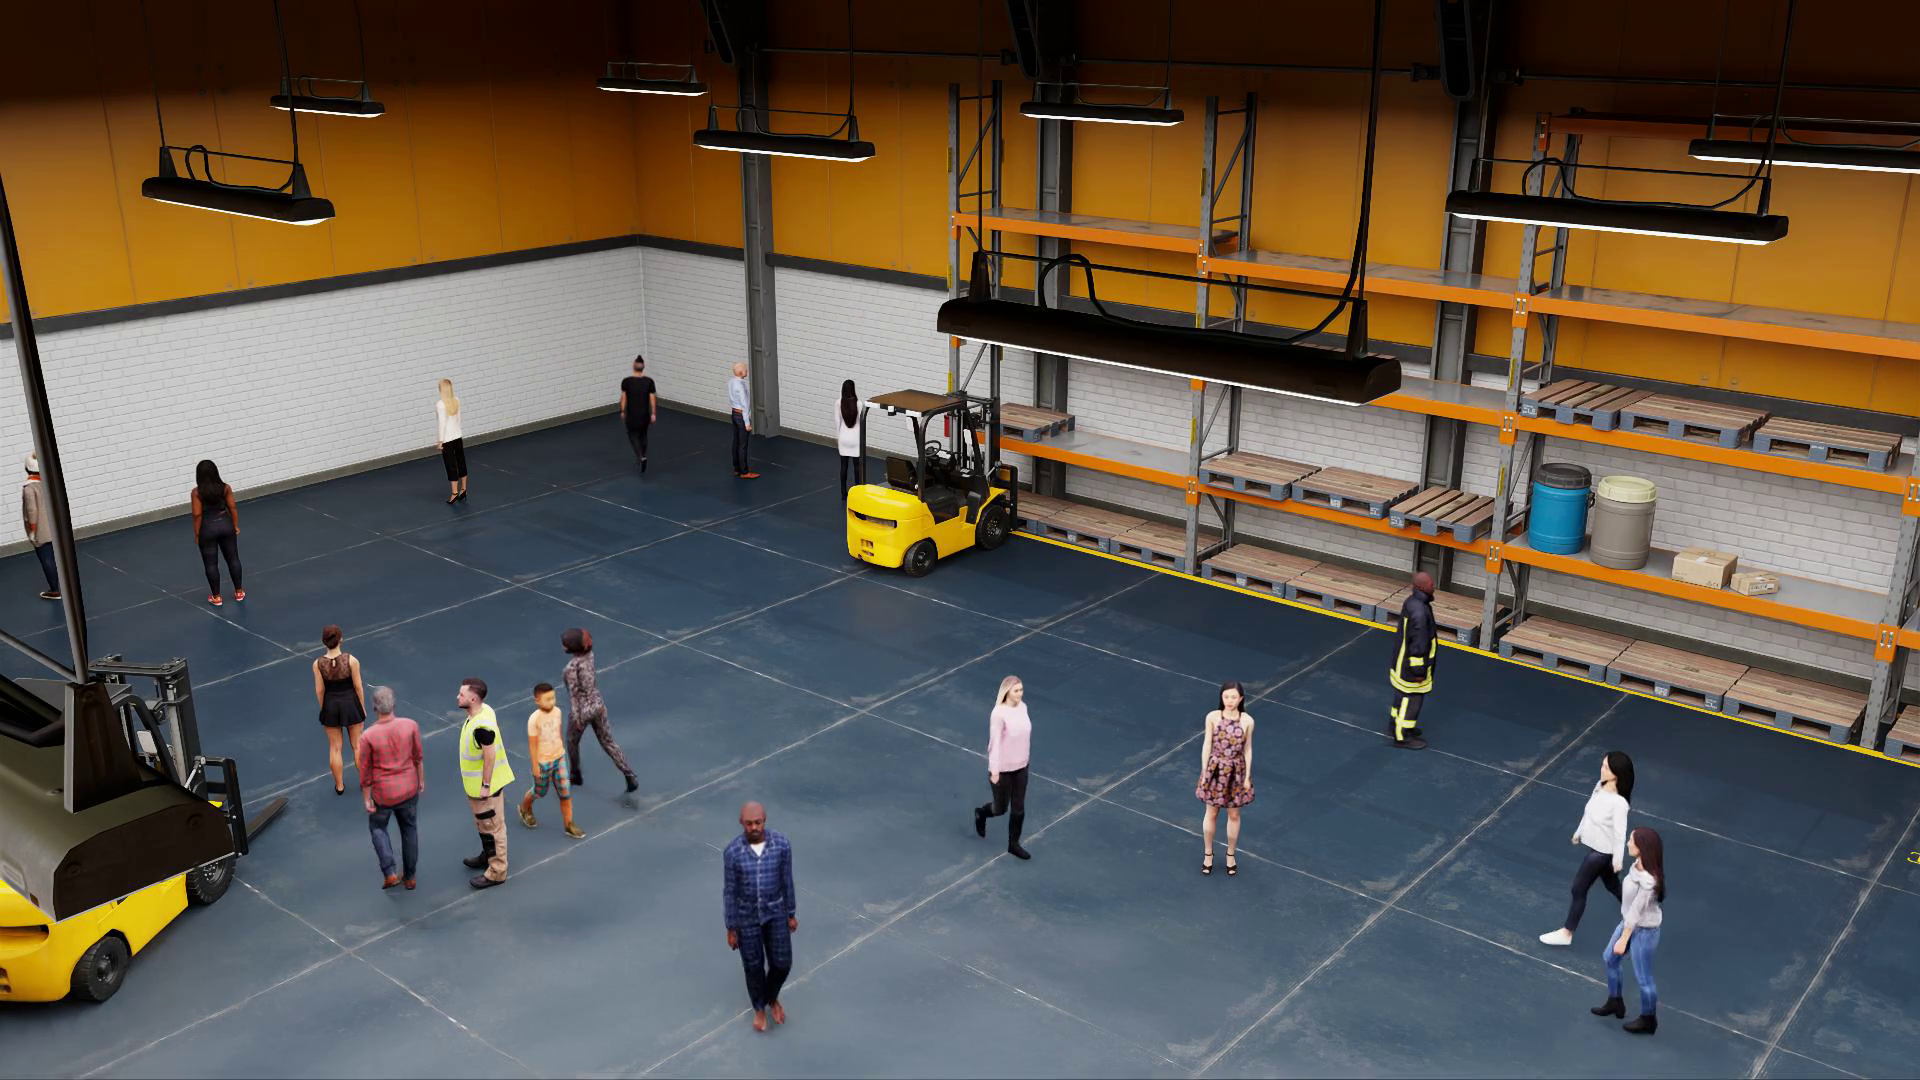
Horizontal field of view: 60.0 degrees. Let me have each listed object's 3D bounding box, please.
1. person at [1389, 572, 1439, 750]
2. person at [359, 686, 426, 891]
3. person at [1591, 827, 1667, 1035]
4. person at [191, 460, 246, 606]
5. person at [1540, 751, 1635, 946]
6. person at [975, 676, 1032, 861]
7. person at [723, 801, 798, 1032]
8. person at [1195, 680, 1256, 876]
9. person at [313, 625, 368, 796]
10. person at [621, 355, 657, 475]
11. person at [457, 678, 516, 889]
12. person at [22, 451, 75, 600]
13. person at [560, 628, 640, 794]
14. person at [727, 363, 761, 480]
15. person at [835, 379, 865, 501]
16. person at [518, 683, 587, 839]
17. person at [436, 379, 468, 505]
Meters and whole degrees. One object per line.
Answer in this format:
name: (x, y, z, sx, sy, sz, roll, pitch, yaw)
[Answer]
person: (4.496, 1.172, 16.522, 0.848, 1.822, 0.843, 4, 19, 11)
person: (-4.660, 2.097, 13.778, 0.802, 1.820, 0.801, -11, 21, -29)
person: (4.971, 2.828, 11.930, 0.808, 1.614, 0.760, 4, 19, 11)
person: (-9.101, -0.111, 20.341, 0.737, 1.816, 0.689, -13, 23, -35)
person: (5.125, 2.432, 13.027, 1.191, 1.663, 1.056, 1, 19, 2)
person: (0.365, 1.946, 14.453, 0.690, 1.674, 0.917, -15, 24, -38)
person: (-1.462, 2.678, 12.074, 0.822, 1.806, 0.860, -4, 19, -13)
person: (2.255, 2.015, 14.094, 0.779, 1.774, 0.858, 2, 19, 7)
person: (-5.787, 1.577, 15.550, 0.682, 1.675, 0.726, -4, 19, -12)
person: (-4.959, -1.930, 25.691, 0.983, 1.849, 1.152, -7, 20, -20)
person: (-4.020, 2.007, 14.003, 0.900, 1.846, 0.822, -7, 20, -19)
person: (-11.260, -0.214, 20.530, 0.770, 1.891, 0.780, 7, 20, 21)
person: (-3.380, 1.623, 15.417, 1.210, 1.671, 0.777, 11, 22, 30)
person: (-3.359, -1.841, 25.516, 0.770, 1.792, 0.626, -11, 22, -30)
person: (-1.614, -1.471, 24.389, 0.627, 1.808, 0.748, 4, 19, 11)
person: (-3.722, 1.944, 14.821, 0.981, 1.443, 0.564, 14, 23, 35)
person: (-7.415, -1.440, 24.220, 0.622, 1.858, 0.665, 8, 20, 21)
